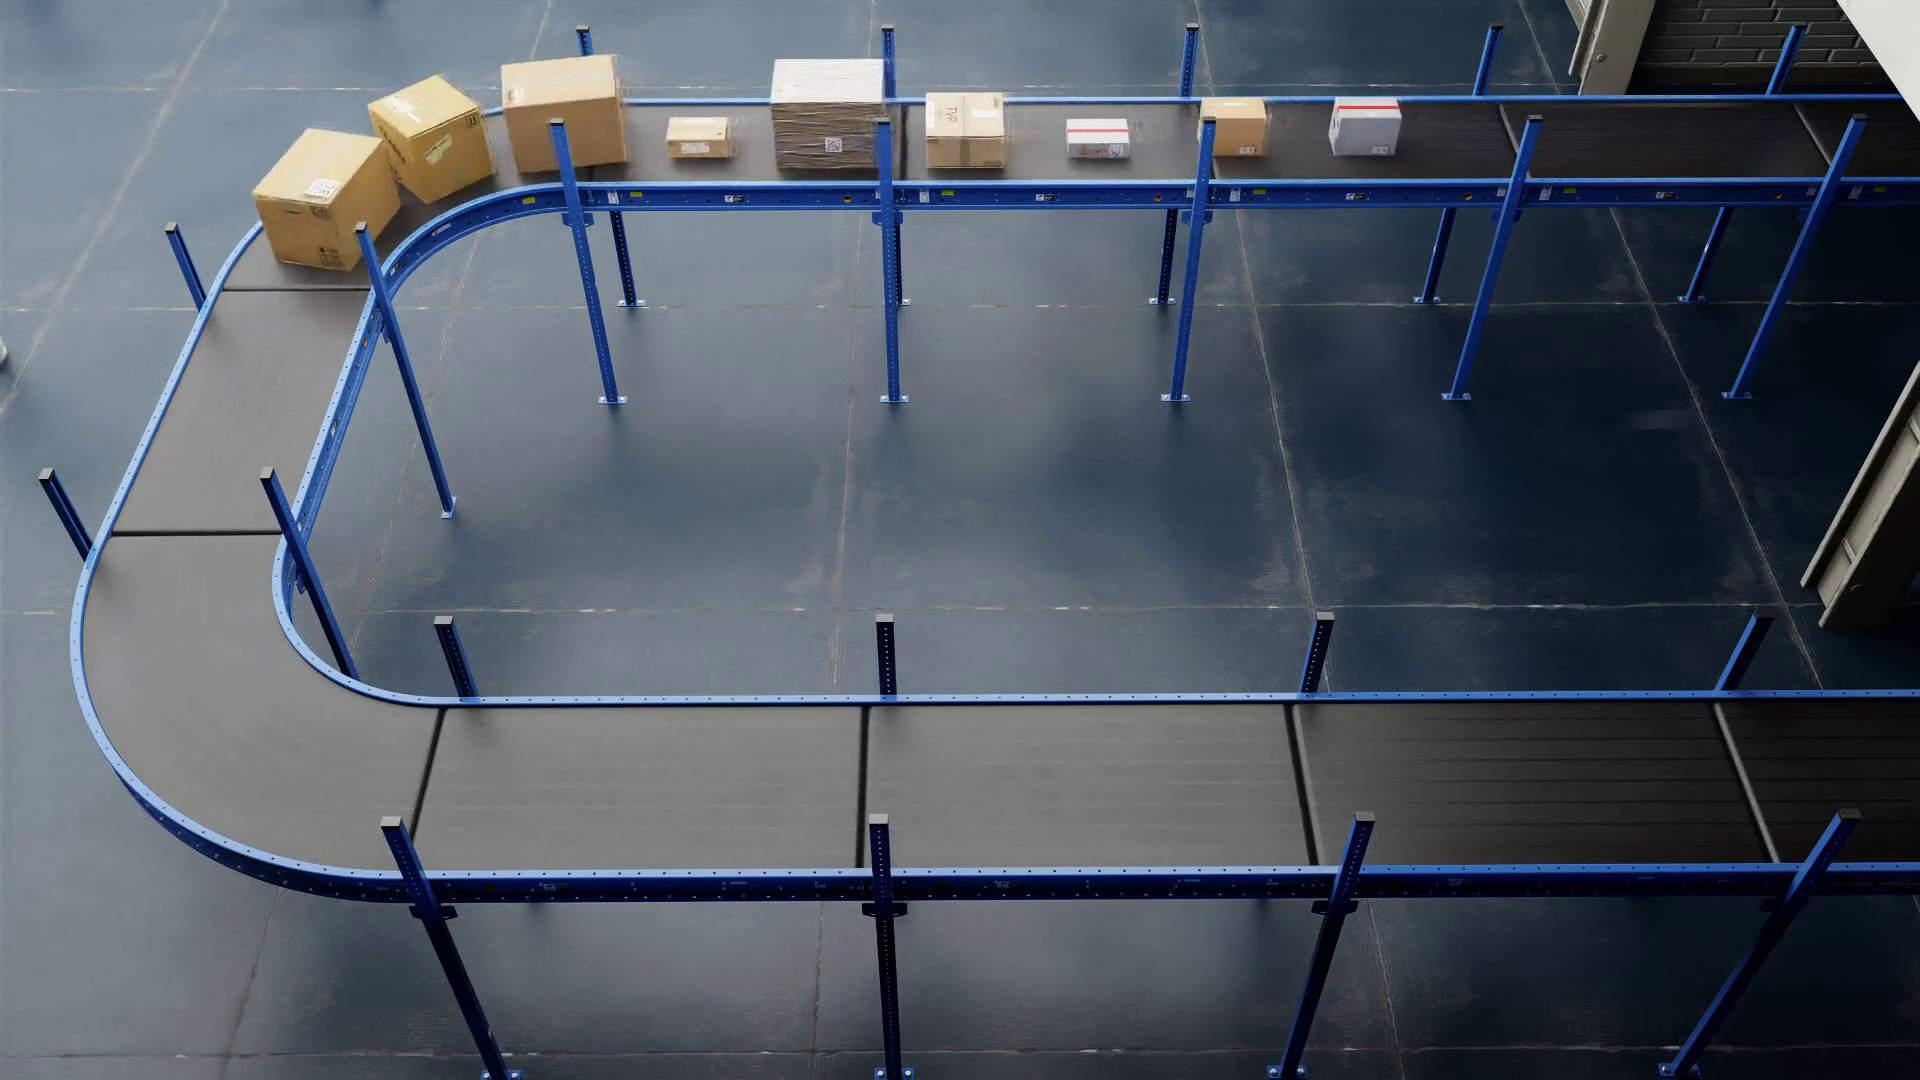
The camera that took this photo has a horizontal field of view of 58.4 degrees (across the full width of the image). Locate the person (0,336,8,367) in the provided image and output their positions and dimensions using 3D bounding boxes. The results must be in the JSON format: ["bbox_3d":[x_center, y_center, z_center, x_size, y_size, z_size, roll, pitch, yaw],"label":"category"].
[{"bbox_3d":[-7.086,-2.036,12.079,0.547,1.590,0.849,-16,49,-15],"label":"person"}]
